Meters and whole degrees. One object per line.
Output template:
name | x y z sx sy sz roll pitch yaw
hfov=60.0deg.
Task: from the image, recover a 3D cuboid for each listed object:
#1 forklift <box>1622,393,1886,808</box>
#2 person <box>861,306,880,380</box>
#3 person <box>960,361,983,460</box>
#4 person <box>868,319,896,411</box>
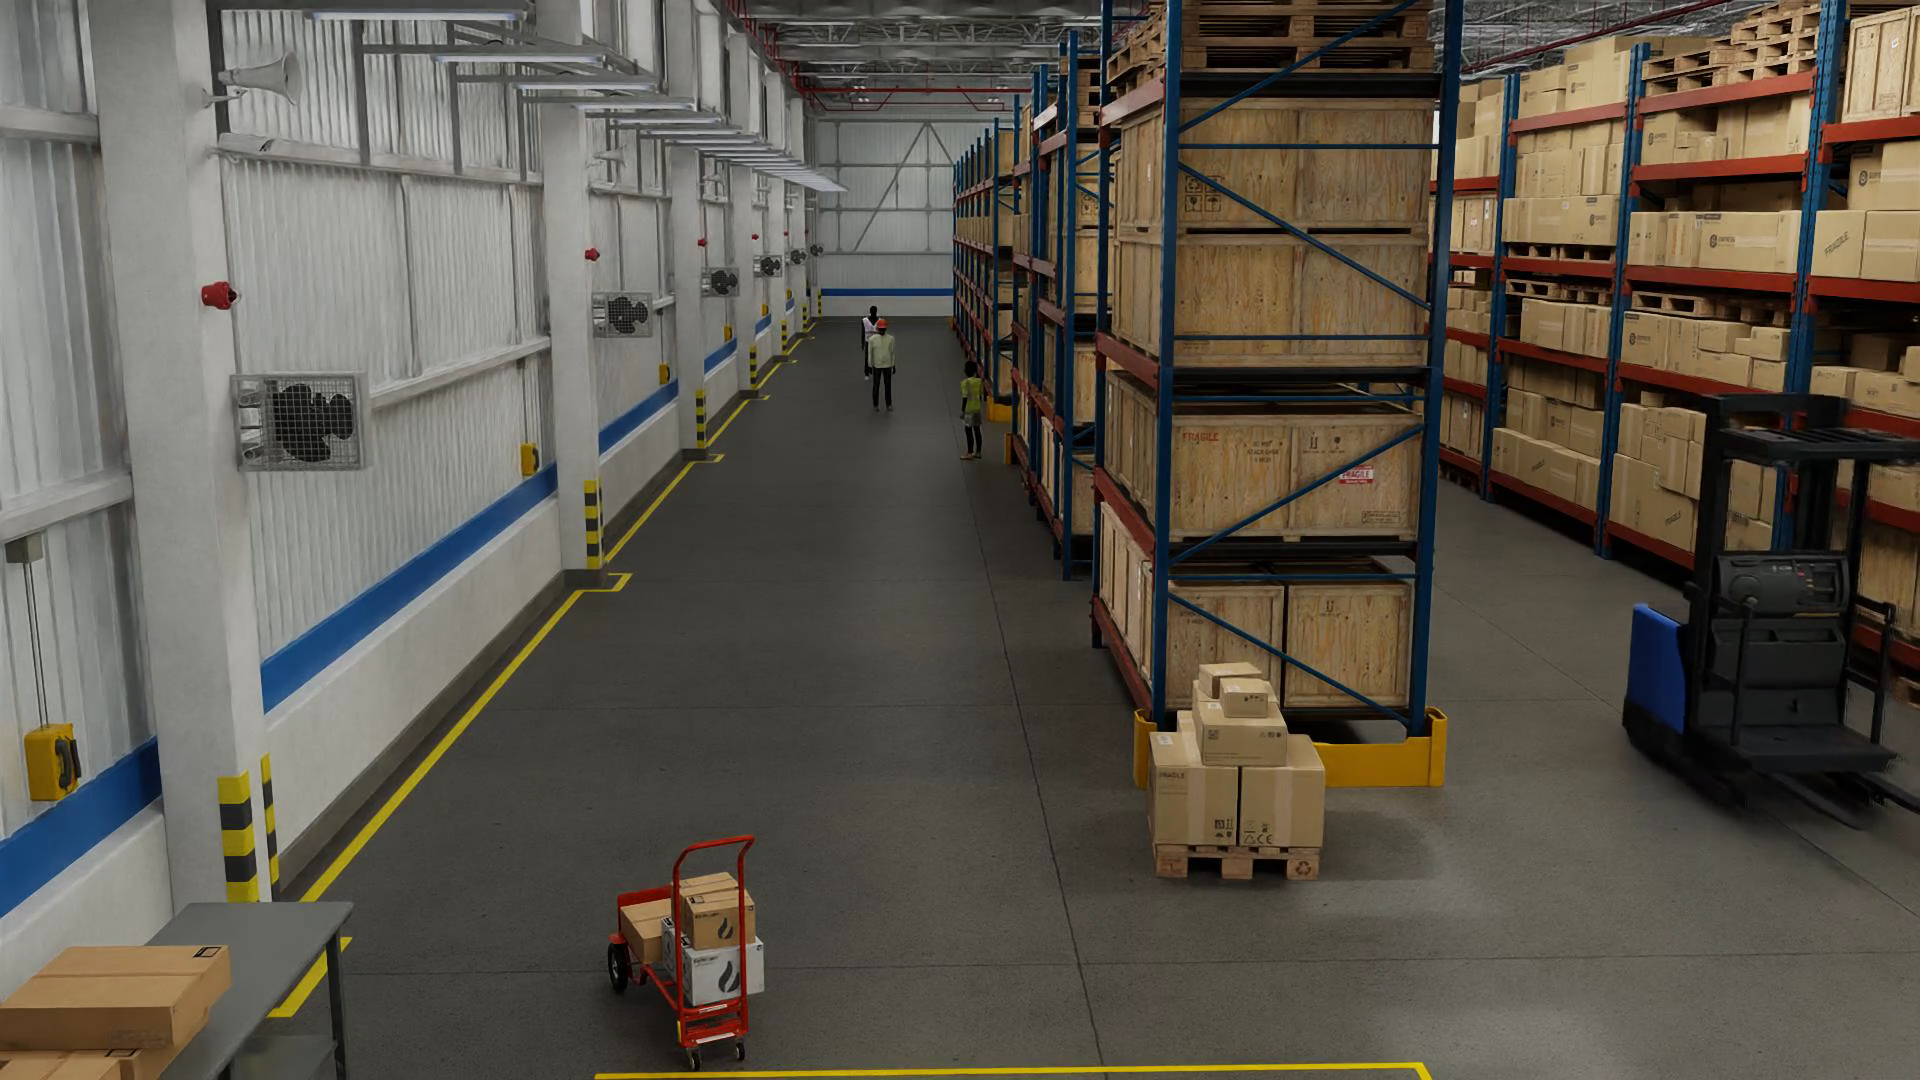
forklift | 5.824 0.322 12.173 1.129 2.768 1.873 0 11 -2
person | -2.237 -5.056 42.702 0.601 1.906 0.411 -2 11 -11
person | 0.188 -2.212 28.446 0.317 1.695 0.540 8 14 37
person | -1.672 -3.755 35.722 0.613 1.989 0.403 -3 11 -15
